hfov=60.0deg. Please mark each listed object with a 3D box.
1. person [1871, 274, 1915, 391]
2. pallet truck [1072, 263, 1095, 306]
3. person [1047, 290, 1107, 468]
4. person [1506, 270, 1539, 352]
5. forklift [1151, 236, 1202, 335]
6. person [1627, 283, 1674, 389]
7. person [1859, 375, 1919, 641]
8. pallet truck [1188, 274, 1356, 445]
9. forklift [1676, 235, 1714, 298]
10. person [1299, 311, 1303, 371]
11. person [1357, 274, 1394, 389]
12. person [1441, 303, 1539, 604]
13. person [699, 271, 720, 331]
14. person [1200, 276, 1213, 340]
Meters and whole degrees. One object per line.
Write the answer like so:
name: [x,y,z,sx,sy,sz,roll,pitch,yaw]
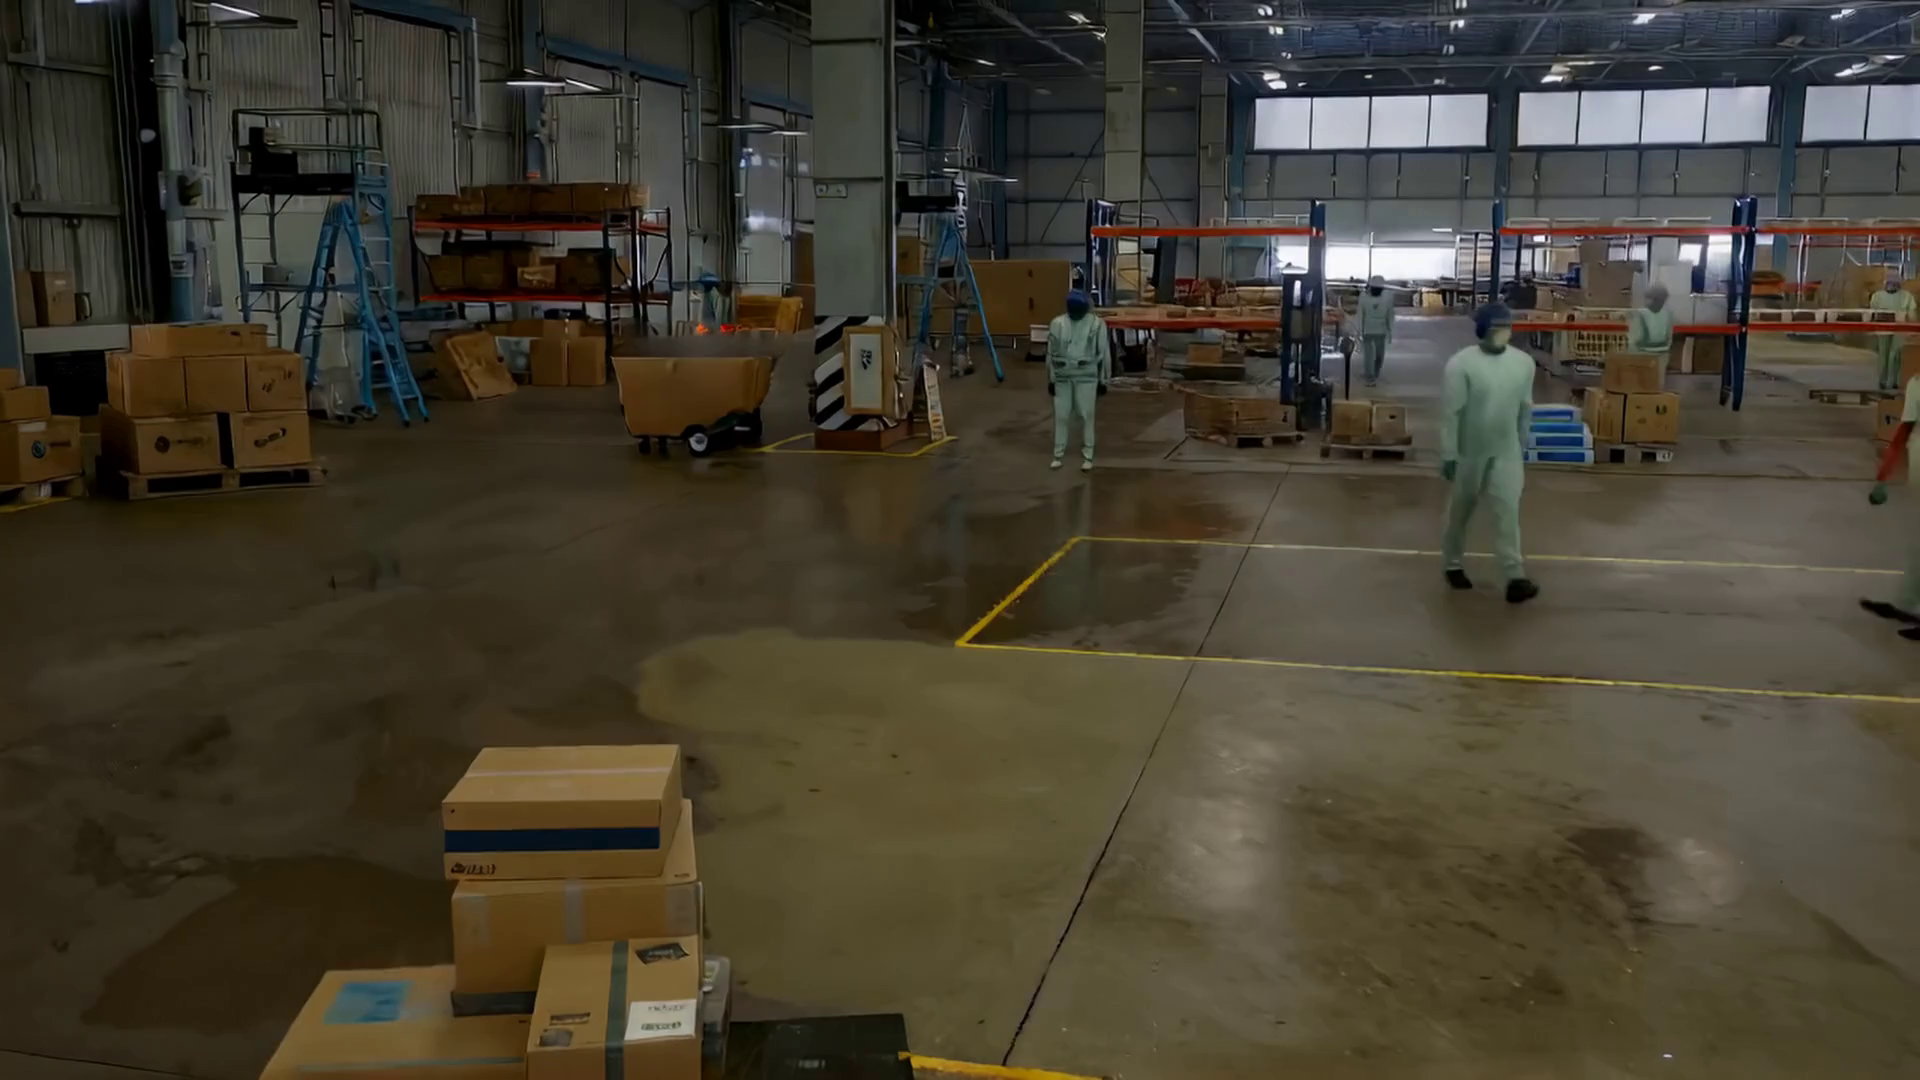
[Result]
person: [15.297,-3.405,27.319,0.662,1.905,0.535,9,13,43]
pallet truck: [4.325,-8.180,55.162,0.823,1.965,1.885,6,11,31]
person: [1.200,-1.657,17.230,0.619,1.839,0.430,2,10,13]
person: [11.606,-4.612,34.398,0.630,1.922,0.598,2,10,10]
forklift: [5.870,-7.214,46.880,1.873,2.768,1.129,2,10,14]
person: [8.298,-2.154,20.059,0.591,1.870,0.625,-1,10,-7]
person: [5.472,-0.357,9.548,0.551,1.847,0.766,-3,10,-18]
pallet truck: [3.653,-2.138,19.590,1.885,1.965,0.823,-4,10,-20]
forklift: [21.643,-7.642,49.401,1.129,2.768,1.873,1,10,6]
person: [6.703,-4.090,31.847,0.484,1.739,0.320,-9,13,-42]
person: [6.923,-3.482,27.766,0.601,1.904,0.529,1,10,6]
person: [3.375,-0.556,10.602,0.656,1.880,1.031,-1,10,-7]
person: [-4.439,-3.795,29.508,0.347,1.943,0.545,0,10,-2]
person: [6.506,-6.116,43.891,0.321,1.696,0.536,3,10,16]
